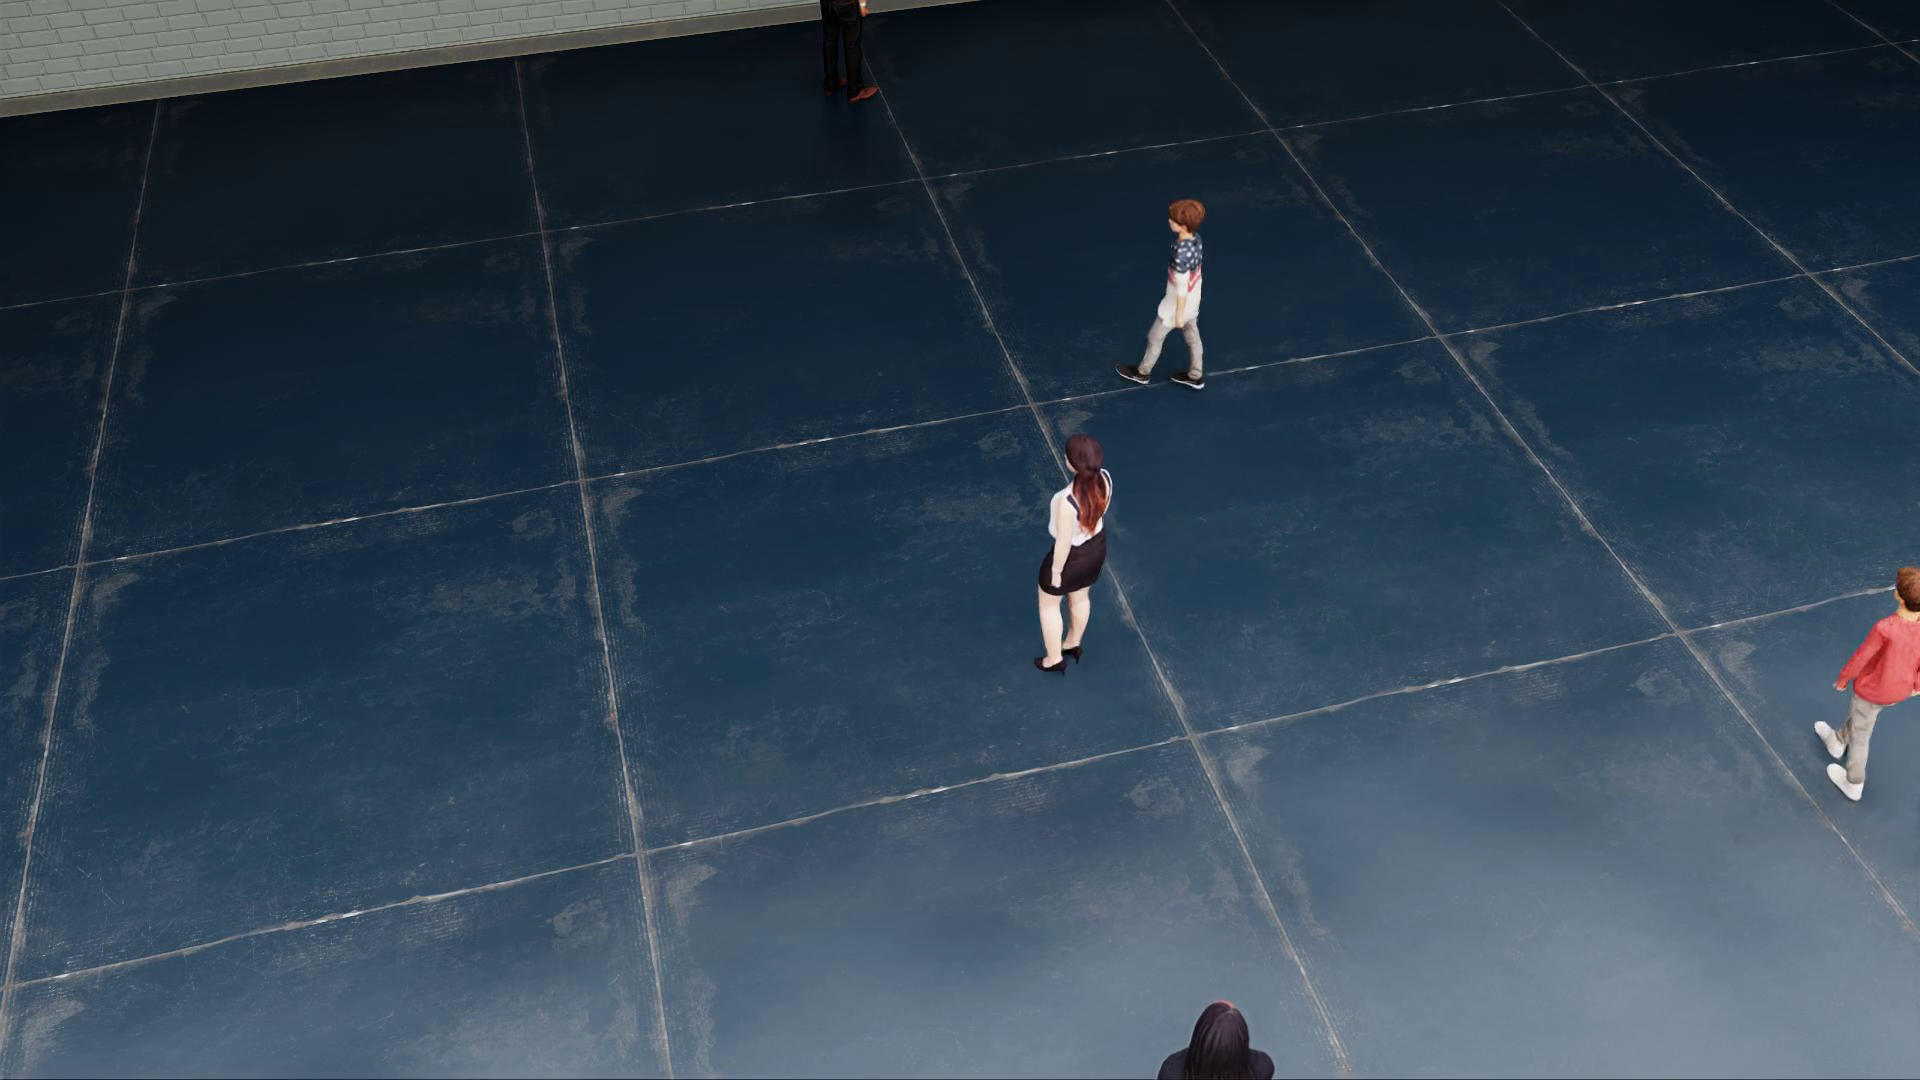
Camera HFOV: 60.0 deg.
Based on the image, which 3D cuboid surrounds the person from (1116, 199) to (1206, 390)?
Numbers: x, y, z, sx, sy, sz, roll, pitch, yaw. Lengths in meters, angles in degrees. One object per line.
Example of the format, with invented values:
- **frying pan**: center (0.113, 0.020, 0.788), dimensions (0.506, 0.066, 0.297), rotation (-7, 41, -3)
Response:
- **person**: center (1.508, -1.566, 10.826), dimensions (0.878, 1.416, 0.838), rotation (20, 46, 20)

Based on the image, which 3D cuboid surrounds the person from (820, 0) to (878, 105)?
- **person**: center (-0.985, -4.475, 13.694), dimensions (0.734, 1.754, 0.810), rotation (25, 48, 24)

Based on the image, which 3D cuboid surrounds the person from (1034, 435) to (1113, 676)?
- **person**: center (0.665, 0.108, 8.865), dimensions (0.686, 1.645, 0.661), rotation (33, 52, 30)

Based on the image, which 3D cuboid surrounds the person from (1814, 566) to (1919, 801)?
- **person**: center (4.676, 0.764, 8.347), dimensions (0.529, 1.394, 0.717), rotation (-9, 44, -10)

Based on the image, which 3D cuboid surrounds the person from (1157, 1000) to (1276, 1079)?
- **person**: center (0.948, 2.310, 6.447), dimensions (0.640, 1.728, 0.627), rotation (-5, 43, -5)
